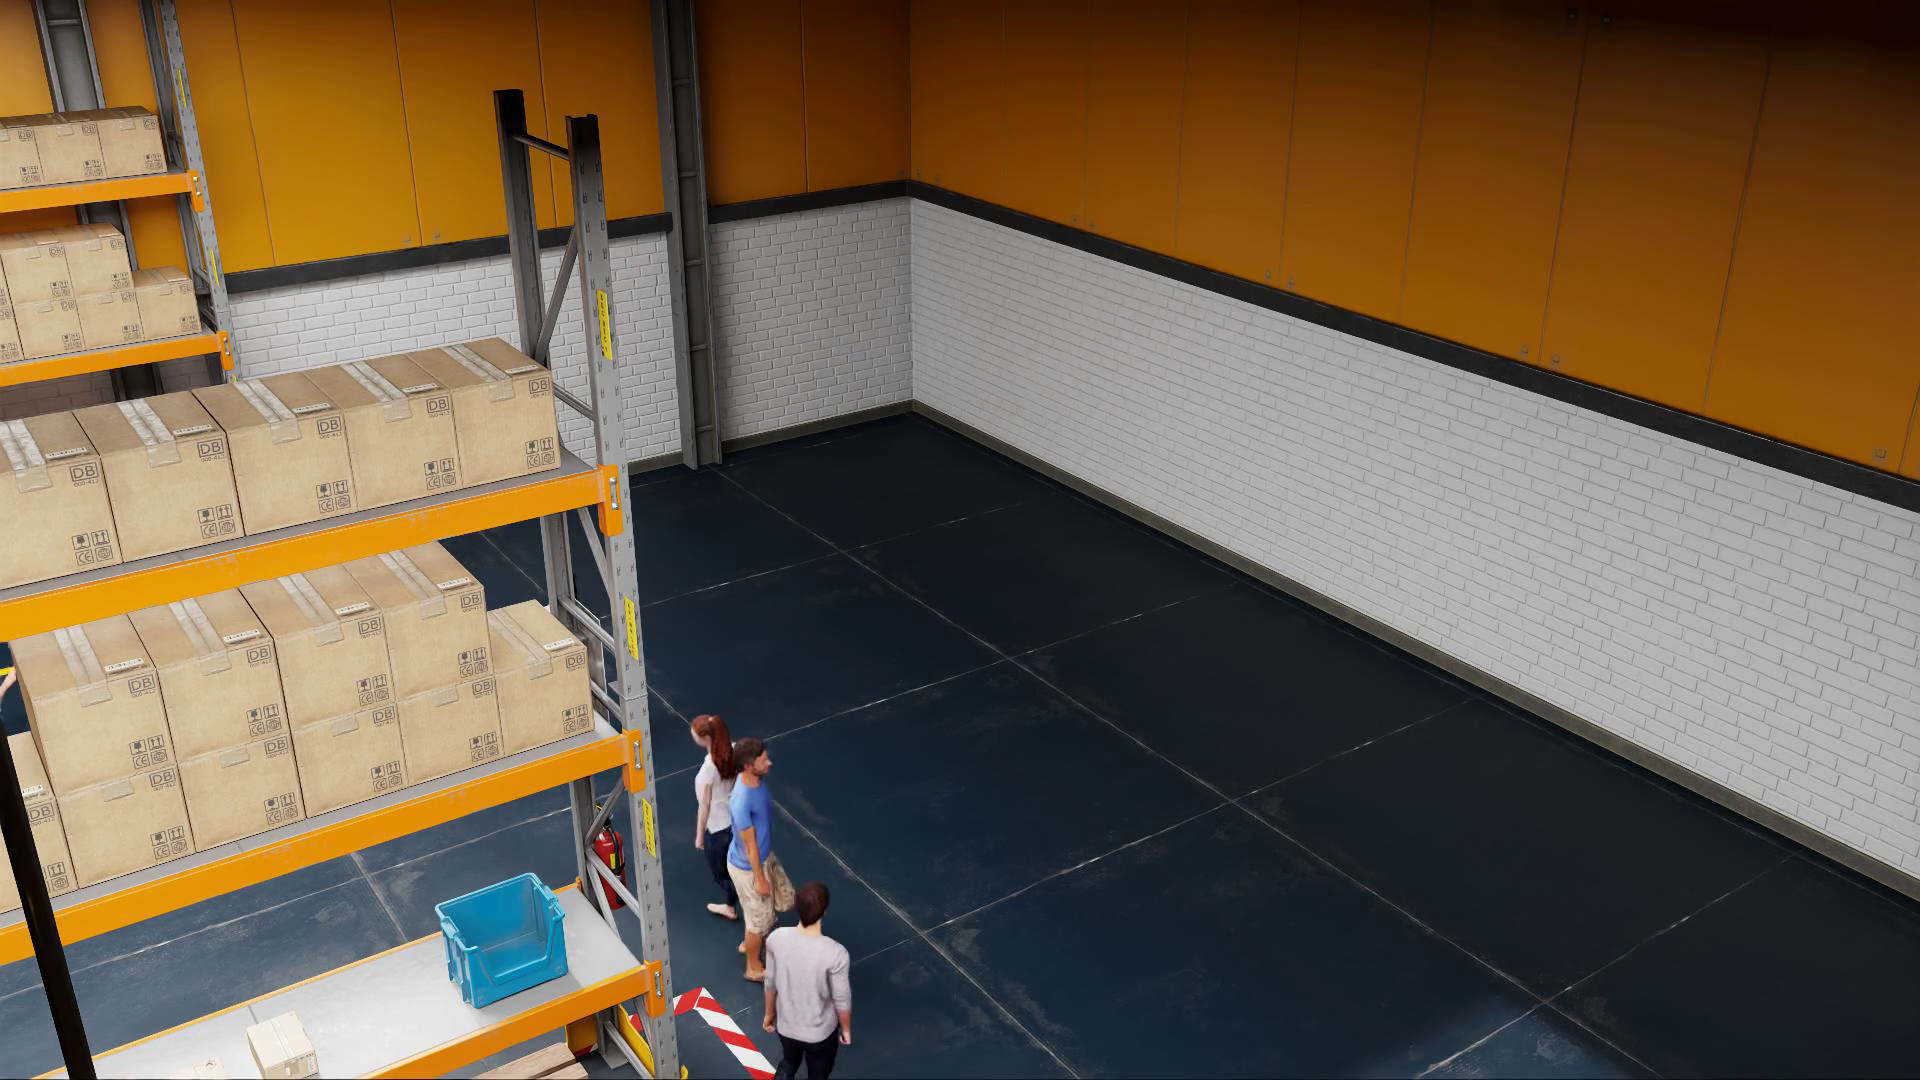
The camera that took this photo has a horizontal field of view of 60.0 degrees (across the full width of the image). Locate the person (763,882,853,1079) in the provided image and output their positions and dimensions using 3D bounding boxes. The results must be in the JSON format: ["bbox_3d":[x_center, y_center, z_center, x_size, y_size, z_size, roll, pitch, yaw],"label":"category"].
[{"bbox_3d":[-0.914,2.803,9.426,0.890,1.823,0.951,8,25,18],"label":"person"}]

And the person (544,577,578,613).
[{"bbox_3d":[-3.212,1.024,13.725,0.703,1.638,0.721,10,25,21],"label":"person"}]

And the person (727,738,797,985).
[{"bbox_3d":[-1.444,2.111,10.971,0.831,1.853,0.778,2,24,5],"label":"person"}]

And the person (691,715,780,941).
[{"bbox_3d":[-1.564,1.995,11.401,0.933,1.721,0.983,13,27,28],"label":"person"}]
